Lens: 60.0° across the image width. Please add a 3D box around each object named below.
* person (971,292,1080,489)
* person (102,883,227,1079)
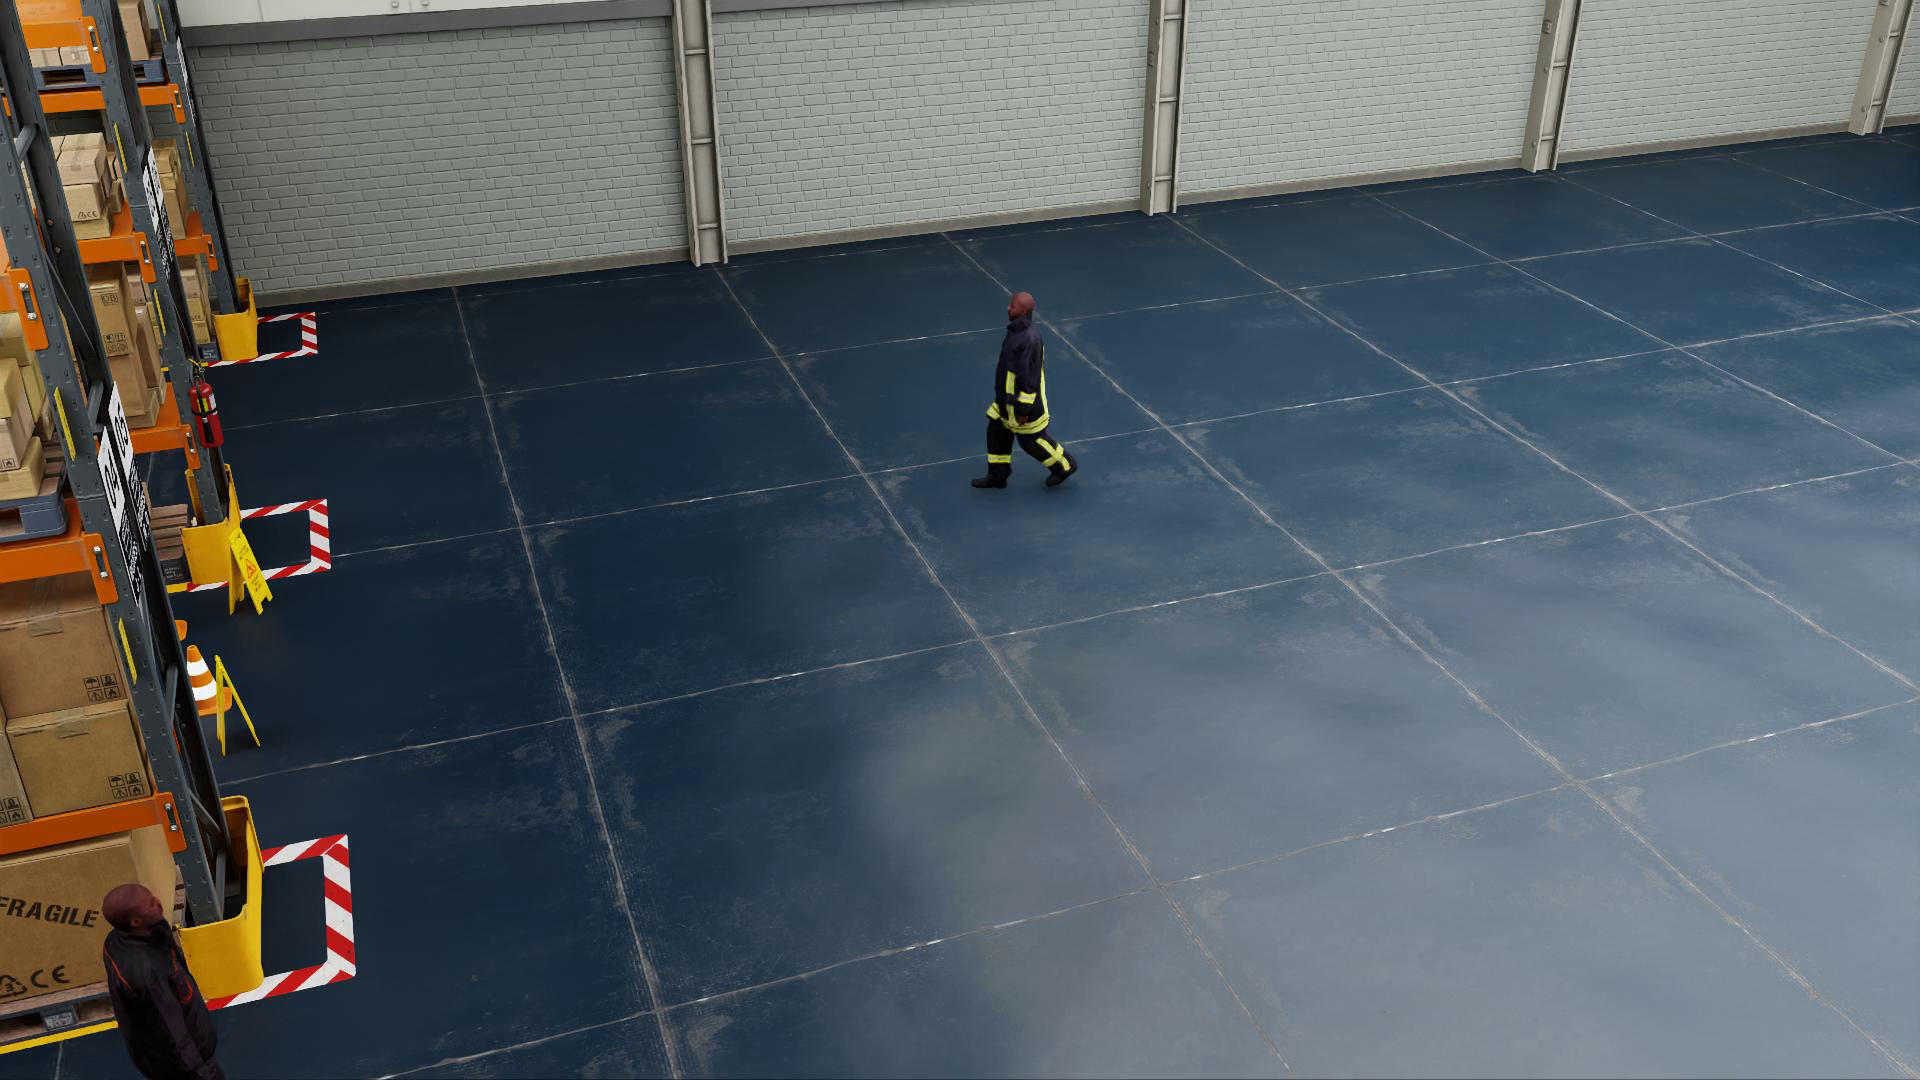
[{"bbox_3d":[0.603,-1.244,14.188,1.206,1.793,0.833,-6,29,-12],"label":"person"},{"bbox_3d":[-3.624,2.328,7.463,1.070,1.808,0.877,-20,34,-33],"label":"person"}]
